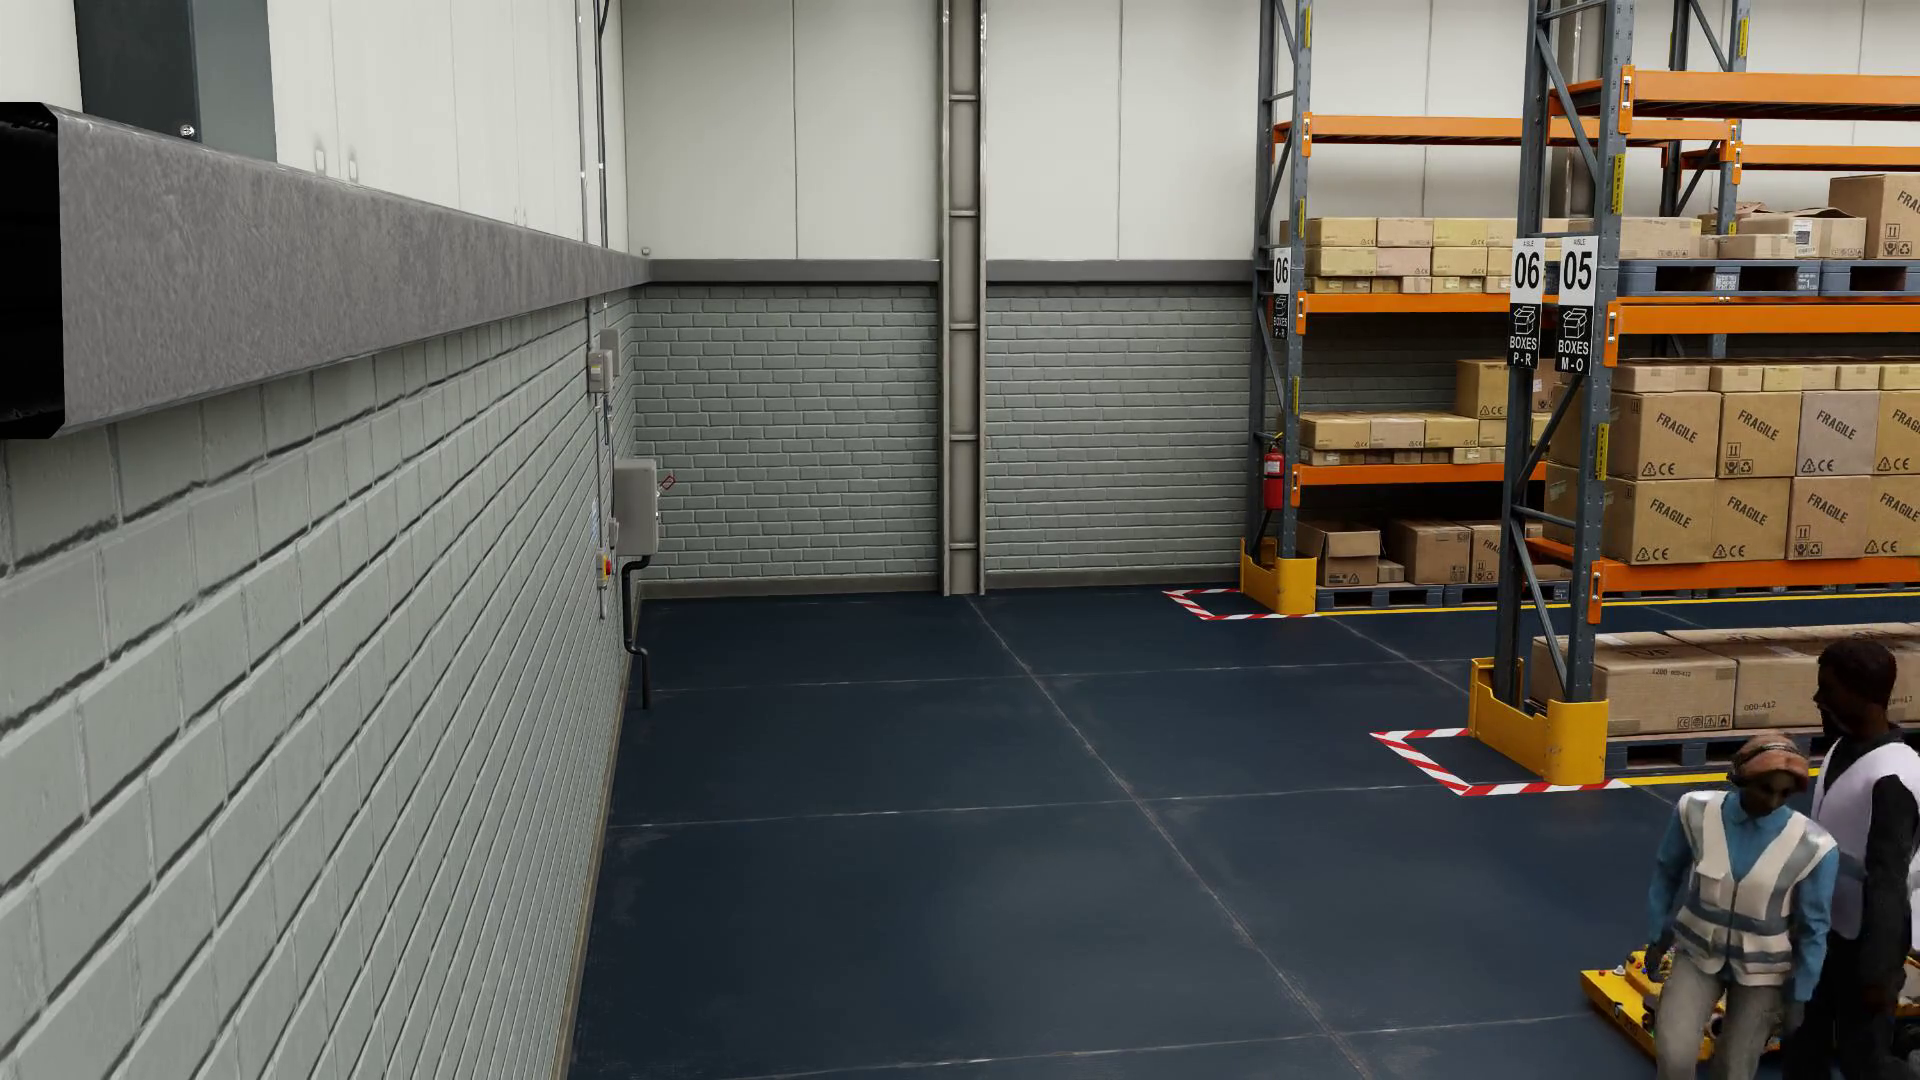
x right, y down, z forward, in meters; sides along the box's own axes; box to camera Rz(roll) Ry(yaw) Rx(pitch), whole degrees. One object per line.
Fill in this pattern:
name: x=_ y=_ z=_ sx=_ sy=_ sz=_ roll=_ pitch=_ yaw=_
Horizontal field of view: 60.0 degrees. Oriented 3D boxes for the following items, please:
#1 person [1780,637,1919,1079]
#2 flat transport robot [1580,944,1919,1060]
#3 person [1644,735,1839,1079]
person: x=2.932 y=1.252 z=5.288 sx=0.792 sy=1.886 sz=0.616 roll=2 pitch=9 yaw=12
flat transport robot: x=3.329 y=1.825 z=6.682 sx=1.431 sy=0.197 sz=0.652 roll=-1 pitch=9 yaw=-5
person: x=2.477 y=1.376 z=5.322 sx=0.544 sy=1.607 sz=0.410 roll=7 pitch=11 yaw=35
